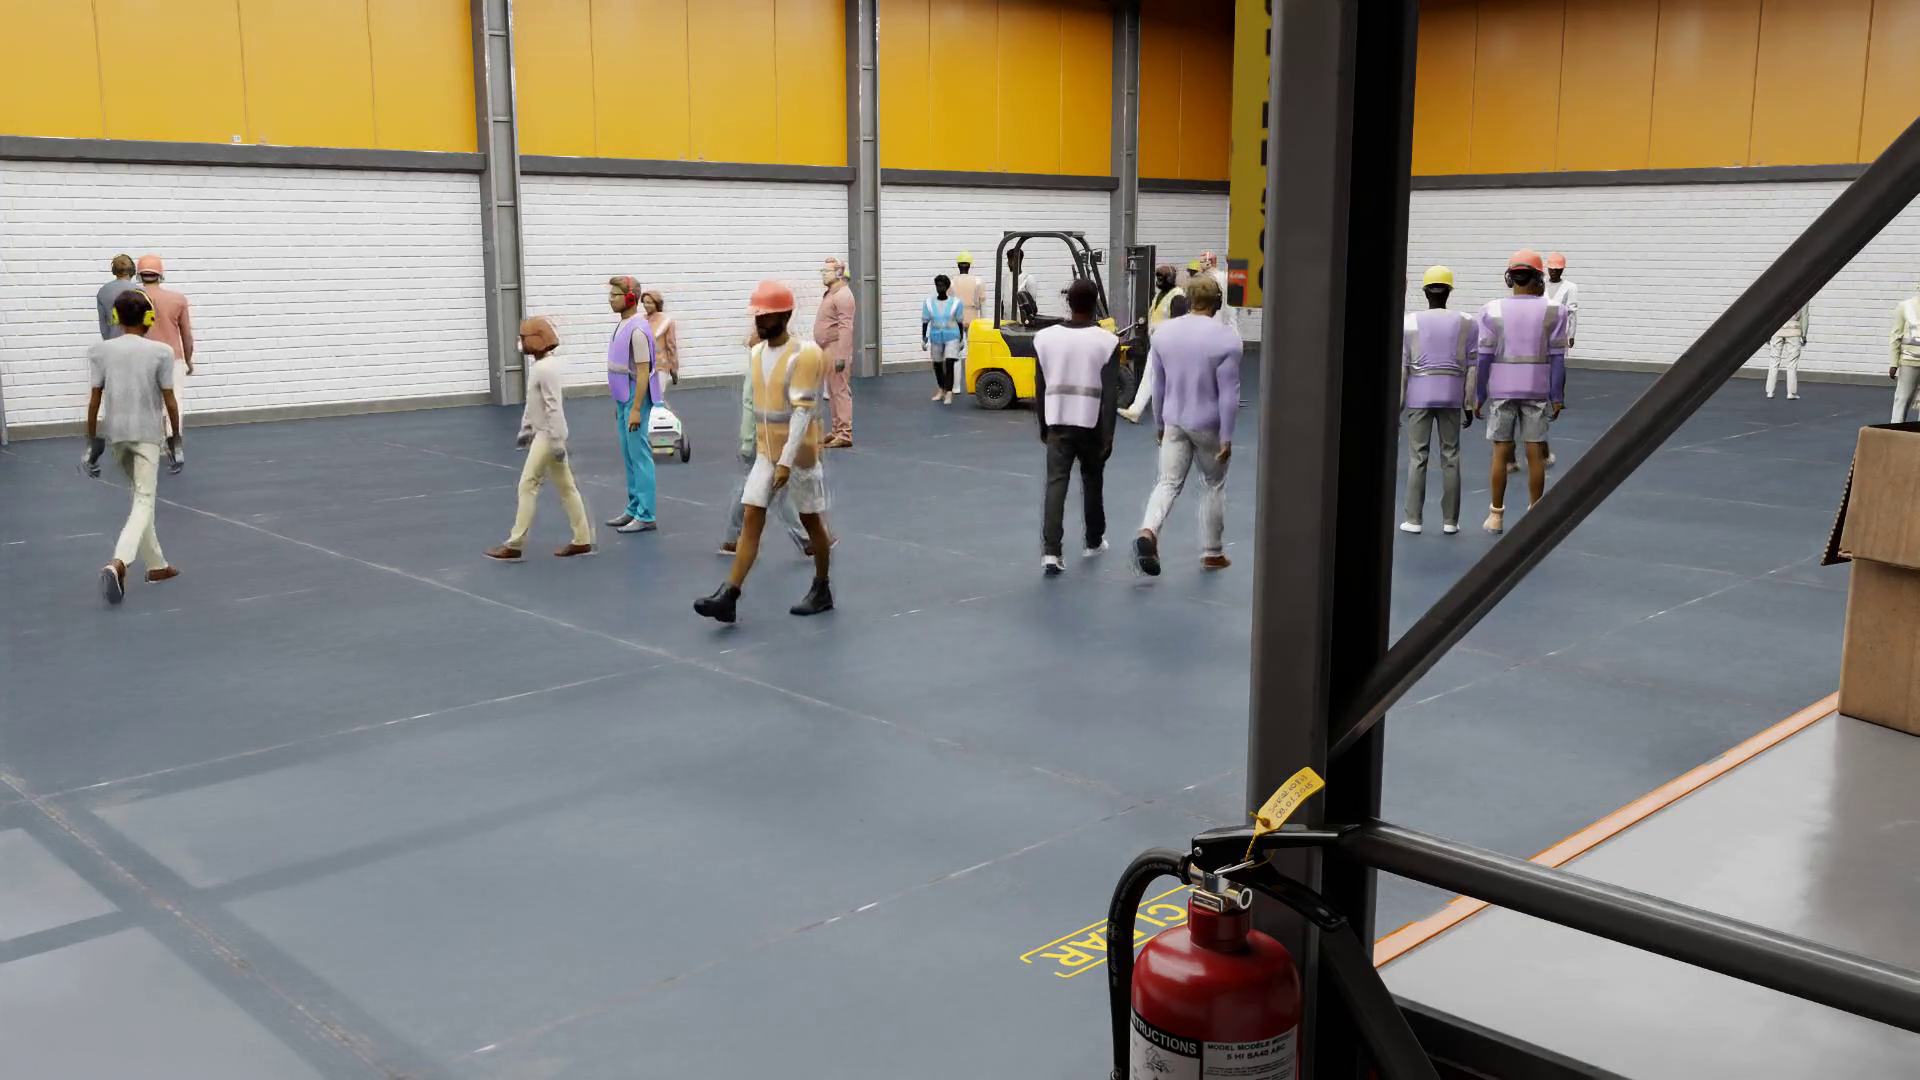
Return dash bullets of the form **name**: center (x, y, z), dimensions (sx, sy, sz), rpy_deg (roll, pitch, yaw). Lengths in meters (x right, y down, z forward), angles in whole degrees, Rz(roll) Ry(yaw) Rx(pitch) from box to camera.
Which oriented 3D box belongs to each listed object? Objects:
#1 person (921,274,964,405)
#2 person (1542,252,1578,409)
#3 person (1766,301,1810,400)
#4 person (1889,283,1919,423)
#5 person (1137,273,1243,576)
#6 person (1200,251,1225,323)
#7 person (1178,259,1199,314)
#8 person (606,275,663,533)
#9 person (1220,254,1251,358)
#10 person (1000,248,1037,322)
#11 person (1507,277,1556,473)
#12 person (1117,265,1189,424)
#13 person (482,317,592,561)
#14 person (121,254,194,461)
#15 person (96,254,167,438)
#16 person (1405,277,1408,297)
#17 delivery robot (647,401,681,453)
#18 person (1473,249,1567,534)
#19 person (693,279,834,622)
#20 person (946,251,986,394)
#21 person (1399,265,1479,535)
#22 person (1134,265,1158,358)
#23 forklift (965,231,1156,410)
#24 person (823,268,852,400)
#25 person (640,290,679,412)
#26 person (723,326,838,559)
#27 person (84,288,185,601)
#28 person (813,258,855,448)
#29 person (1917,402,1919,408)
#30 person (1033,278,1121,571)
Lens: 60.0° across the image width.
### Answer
- **person**: center (-0.205, -2.557, 21.165), dimensions (0.540, 1.656, 0.730), rpy_deg (2, 11, 10)
- **person**: center (7.291, -2.567, 20.486), dimensions (0.556, 1.925, 0.412), rpy_deg (6, 12, 30)
- **person**: center (10.762, -2.643, 21.662), dimensions (0.527, 1.634, 0.309), rpy_deg (8, 13, 37)
- **person**: center (9.375, -1.737, 16.190), dimensions (0.599, 1.827, 0.404), rpy_deg (2, 11, 10)
- **person**: center (1.423, -0.701, 10.361), dimensions (0.637, 1.918, 0.876), rpy_deg (6, 12, 31)
- **person**: center (3.475, -3.073, 23.279), dimensions (0.400, 1.905, 0.643), rpy_deg (-1, 10, -5)
- **person**: center (4.012, -3.978, 28.667), dimensions (0.552, 1.732, 0.644), rpy_deg (4, 11, 20)
- **person**: center (-2.359, -0.980, 12.013), dimensions (0.389, 1.849, 0.567), rpy_deg (-5, 11, -24)
- **person**: center (4.820, -4.091, 28.992), dimensions (0.575, 1.853, 0.802), rpy_deg (-4, 11, -23)
- **person**: center (0.770, -2.989, 22.662), dimensions (0.613, 1.958, 0.362), rpy_deg (10, 14, 44)
- **person**: center (5.166, -1.527, 15.081), dimensions (0.540, 1.809, 0.858), rpy_deg (9, 14, 41)
- **person**: center (2.242, -2.174, 18.658), dimensions (0.951, 1.791, 0.660), rpy_deg (-4, 11, -20)
- **person**: center (-2.814, -0.654, 10.915), dimensions (0.791, 1.602, 0.509), rpy_deg (-3, 11, -14)
- **person**: center (-7.633, -1.734, 15.833), dimensions (0.600, 1.965, 0.974), rpy_deg (-4, 11, -20)
- **person**: center (-8.623, -1.995, 17.301), dimensions (0.636, 1.940, 0.365), rpy_deg (3, 11, 16)
- **person**: center (6.368, -3.344, 24.734), dimensions (0.409, 1.913, 0.642), rpy_deg (-2, 11, -11)
- **delivery robot**: center (-2.857, -1.078, 15.820), dimensions (0.477, 0.478, 0.707), rpy_deg (-3, 11, -15)
- **person**: center (3.991, -1.050, 11.895), dimensions (0.608, 2.033, 0.404), rpy_deg (3, 11, 15)
- **person**: center (-1.042, -0.465, 9.079), dimensions (0.546, 1.884, 0.998), rpy_deg (8, 13, 38)
- **person**: center (0.057, -2.918, 22.375), dimensions (0.594, 1.922, 0.386), rpy_deg (-1, 10, -6)
- **person**: center (3.382, -0.990, 11.881), dimensions (0.585, 1.916, 0.388), rpy_deg (1, 10, 8)
- **person**: center (2.354, -2.814, 21.892), dimensions (0.678, 1.892, 0.648), rpy_deg (0, 10, 2)
- **forklift**: center (1.222, -2.721, 20.561), dimensions (2.313, 2.155, 1.214), rpy_deg (2, 11, 13)
- **person**: center (-1.582, -2.666, 21.524), dimensions (0.509, 1.721, 0.546), rpy_deg (-7, 12, -33)
- **person**: center (-3.046, -1.716, 16.712), dimensions (0.516, 1.598, 0.849), rpy_deg (5, 12, 27)
- **person**: center (-1.203, -0.657, 10.937), dimensions (0.847, 1.582, 0.513), rpy_deg (1, 10, 8)
- **person**: center (-4.958, -0.575, 9.918), dimensions (0.553, 1.828, 0.914), rpy_deg (0, 10, 2)
- **person**: center (-1.276, -1.886, 16.793), dimensions (0.409, 1.908, 0.651), rpy_deg (-3, 11, -16)
- **person**: center (11.999, -2.369, 19.785), dimensions (0.994, 1.790, 0.634), rpy_deg (6, 12, 31)
- **person**: center (0.744, -0.747, 10.725), dimensions (0.589, 1.872, 1.018), rpy_deg (3, 11, 15)
